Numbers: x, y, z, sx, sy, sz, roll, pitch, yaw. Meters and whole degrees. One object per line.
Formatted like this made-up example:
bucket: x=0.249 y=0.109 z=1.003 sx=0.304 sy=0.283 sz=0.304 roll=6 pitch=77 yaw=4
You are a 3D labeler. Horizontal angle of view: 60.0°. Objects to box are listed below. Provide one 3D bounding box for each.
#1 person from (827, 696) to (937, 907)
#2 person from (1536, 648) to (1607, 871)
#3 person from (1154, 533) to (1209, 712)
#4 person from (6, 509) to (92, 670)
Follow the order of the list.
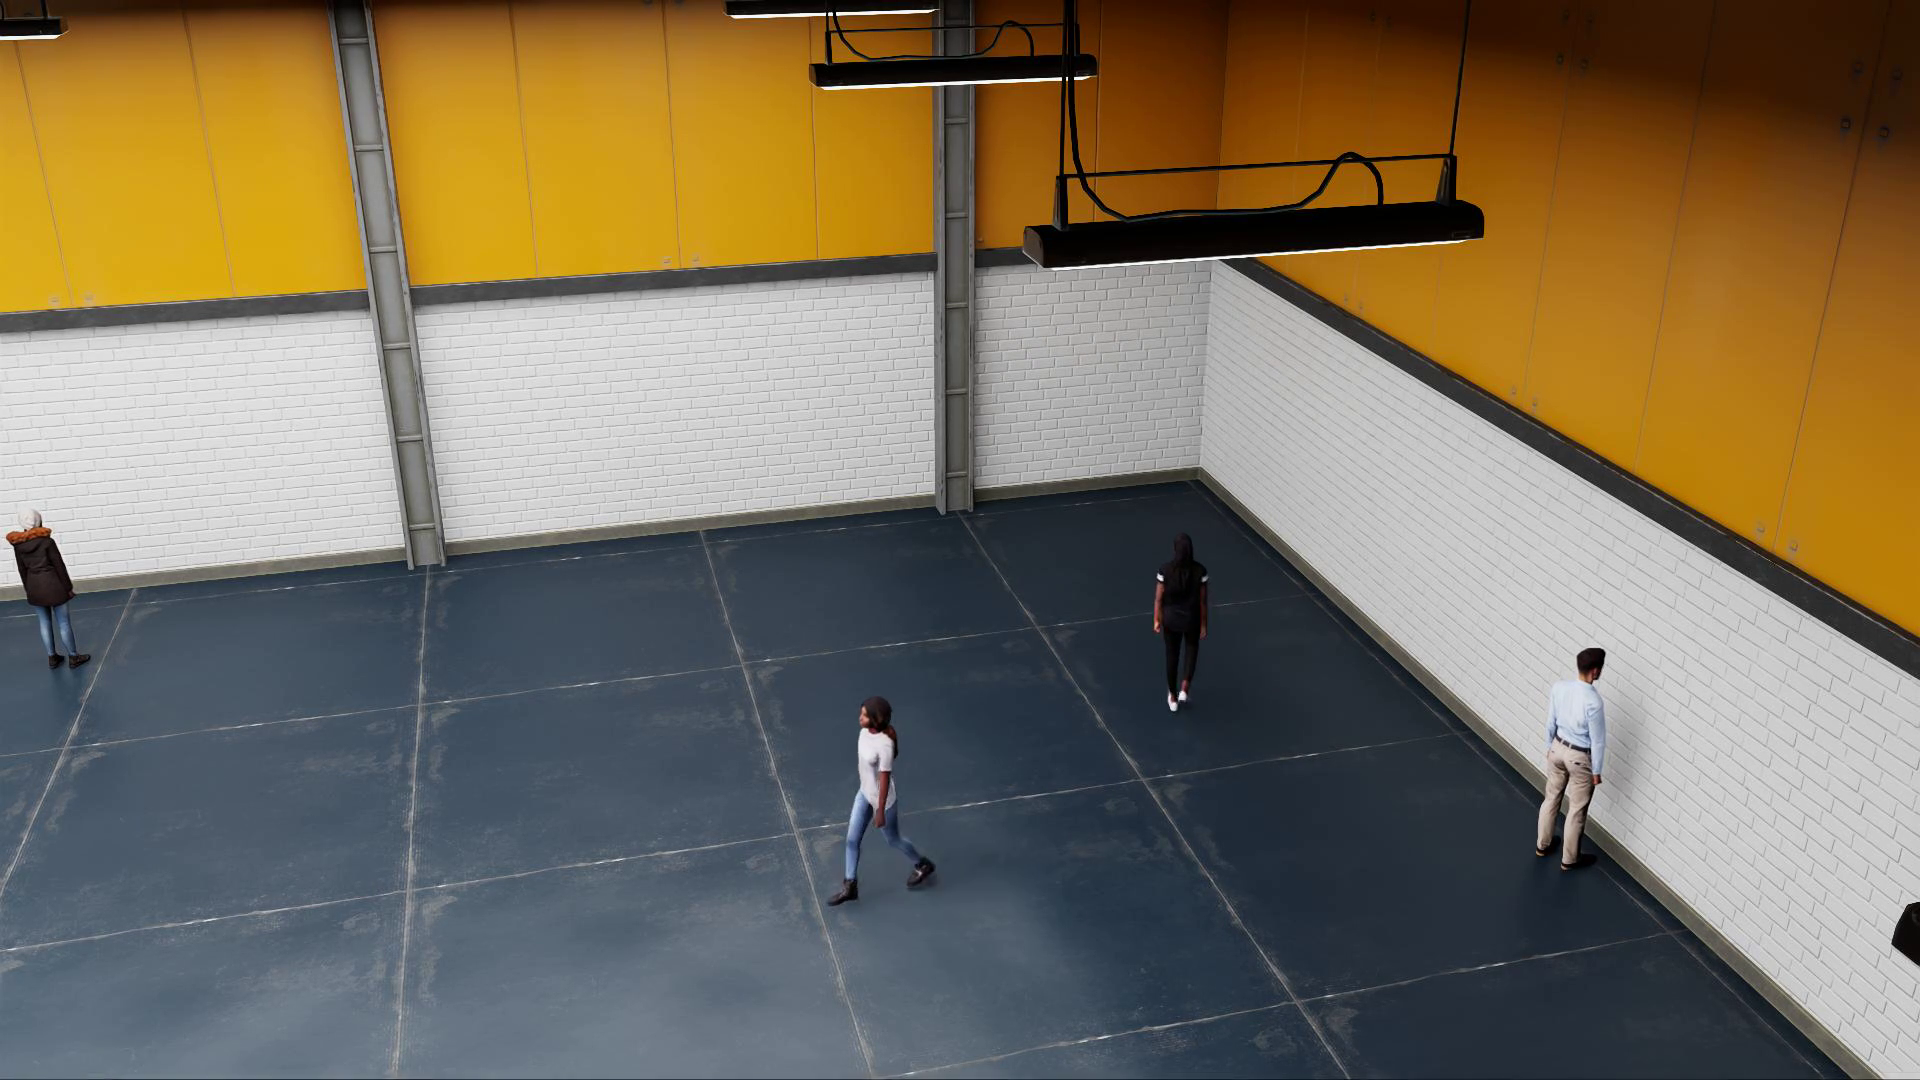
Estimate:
person: x=-0.534 y=1.929 z=12.350 sx=1.170 sy=1.683 sz=0.788 roll=-13 pitch=27 yaw=-27
person: x=4.709 y=1.663 z=12.758 sx=0.713 sy=1.844 sz=0.722 roll=-15 pitch=28 yaw=-31
person: x=1.991 y=0.775 z=14.944 sx=0.698 sy=1.719 sz=0.799 roll=3 pitch=24 yaw=7
person: x=-8.663 y=0.456 z=15.783 sx=0.644 sy=1.633 sz=0.764 roll=1 pitch=24 yaw=2
